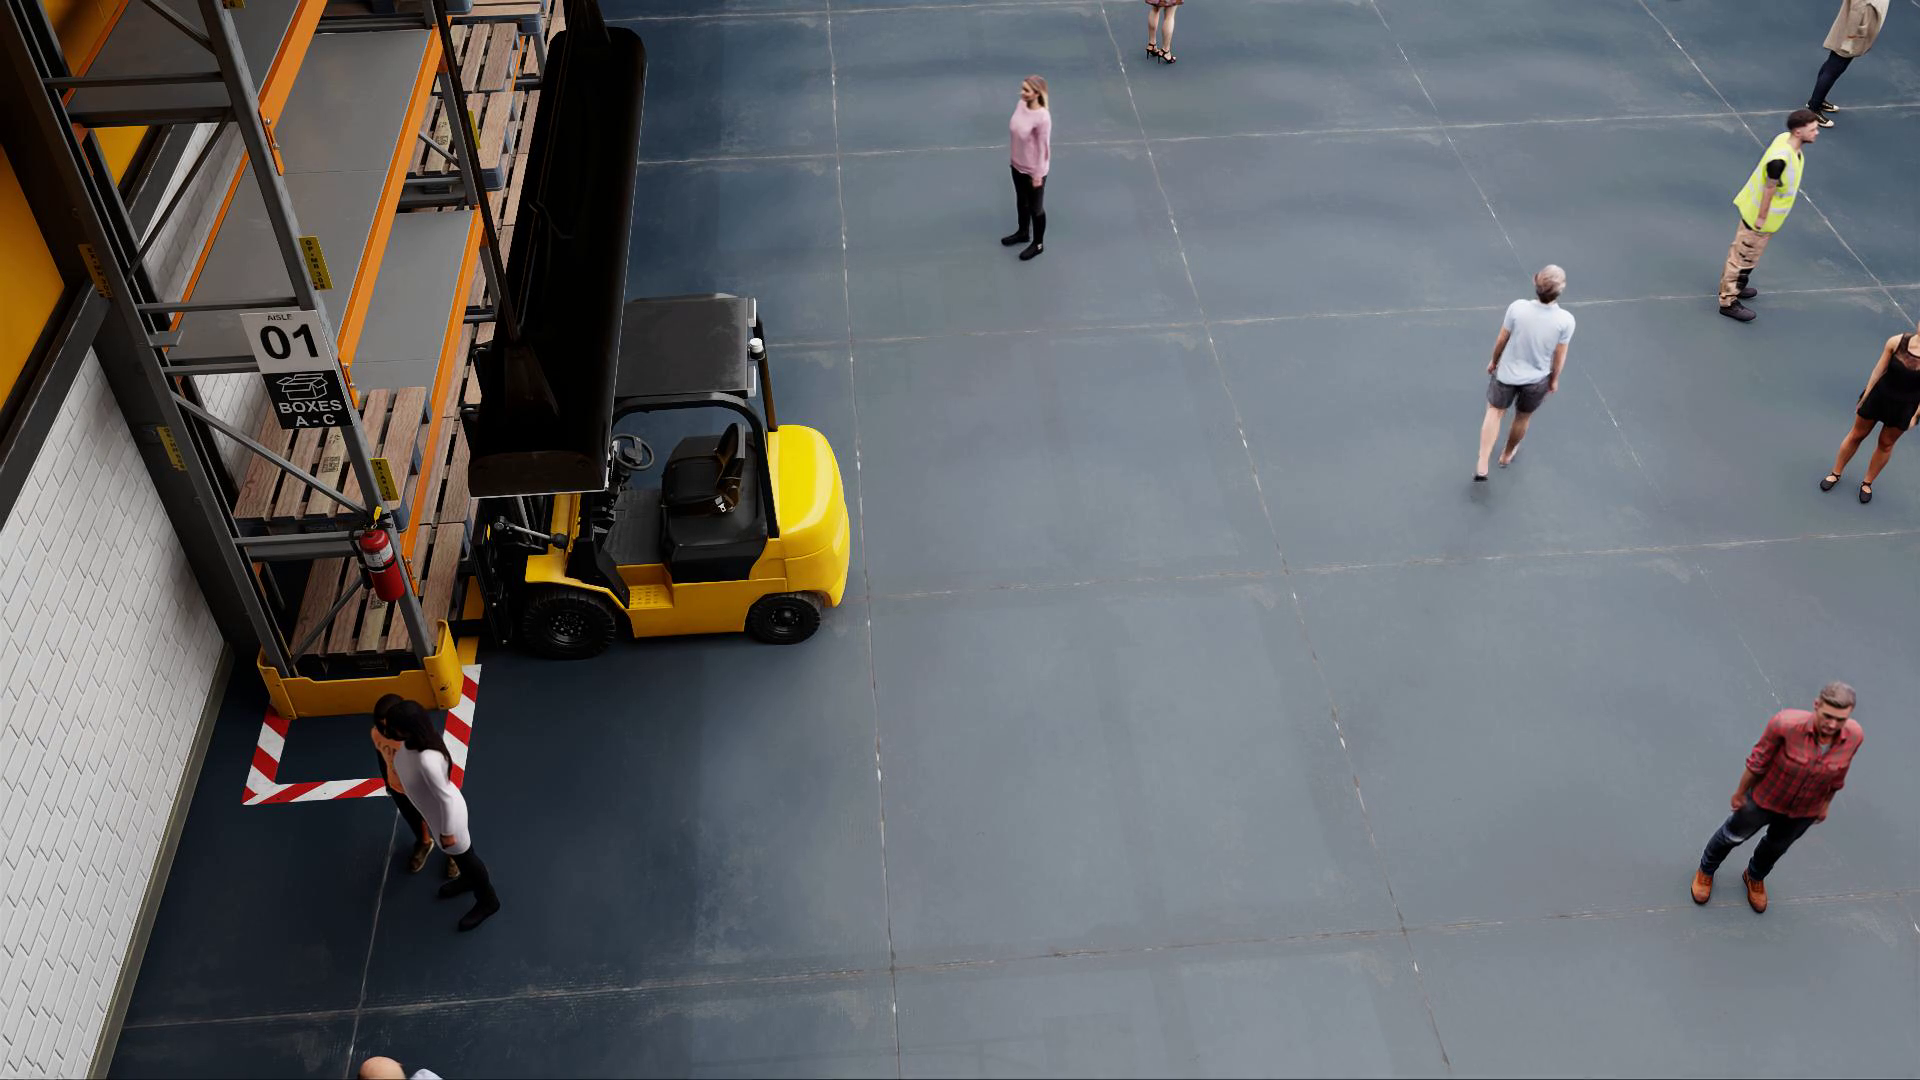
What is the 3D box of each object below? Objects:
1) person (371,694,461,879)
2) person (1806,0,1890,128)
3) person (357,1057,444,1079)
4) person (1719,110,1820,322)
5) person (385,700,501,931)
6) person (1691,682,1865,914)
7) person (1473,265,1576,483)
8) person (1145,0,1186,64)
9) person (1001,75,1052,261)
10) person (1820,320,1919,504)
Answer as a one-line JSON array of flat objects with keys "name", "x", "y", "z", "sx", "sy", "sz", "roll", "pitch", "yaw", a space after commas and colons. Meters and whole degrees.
[{"name": "person", "x": -3.144, "y": 1.394, "z": 9.605, "sx": 0.573, "sy": 1.457, "sz": 0.563, "roll": 9, "pitch": 44, "yaw": 9}, {"name": "person", "x": 8.531, "y": -4.927, "z": 15.927, "sx": 0.871, "sy": 1.890, "sz": 0.786, "roll": 21, "pitch": 47, "yaw": 21}, {"name": "person", "x": -2.484, "y": 2.928, "z": 7.754, "sx": 0.770, "sy": 1.789, "sz": 0.605, "roll": 10, "pitch": 44, "yaw": 10}, {"name": "person", "x": 6.606, "y": -2.696, "z": 13.617, "sx": 0.905, "sy": 1.845, "sz": 0.828, "roll": 19, "pitch": 47, "yaw": 19}, {"name": "person", "x": -2.869, "y": 1.503, "z": 9.237, "sx": 0.740, "sy": 1.807, "sz": 0.605, "roll": -24, "pitch": 48, "yaw": -23}, {"name": "person", "x": 4.612, "y": 1.421, "z": 9.307, "sx": 0.747, "sy": 1.829, "sz": 0.652, "roll": 7, "pitch": 44, "yaw": 8}, {"name": "person", "x": 4.031, "y": -1.148, "z": 12.011, "sx": 0.957, "sy": 1.818, "sz": 1.091, "roll": 18, "pitch": 47, "yaw": 18}, {"name": "person", "x": 2.101, "y": -5.692, "z": 16.813, "sx": 0.859, "sy": 1.774, "sz": 0.781, "roll": -29, "pitch": 51, "yaw": -27}, {"name": "person", "x": 0.611, "y": -3.222, "z": 14.283, "sx": 0.739, "sy": 1.688, "sz": 0.622, "roll": -22, "pitch": 48, "yaw": -22}, {"name": "person", "x": 6.709, "y": -0.999, "z": 11.960, "sx": 0.680, "sy": 1.674, "sz": 0.725, "roll": 24, "pitch": 49, "yaw": 23}]
